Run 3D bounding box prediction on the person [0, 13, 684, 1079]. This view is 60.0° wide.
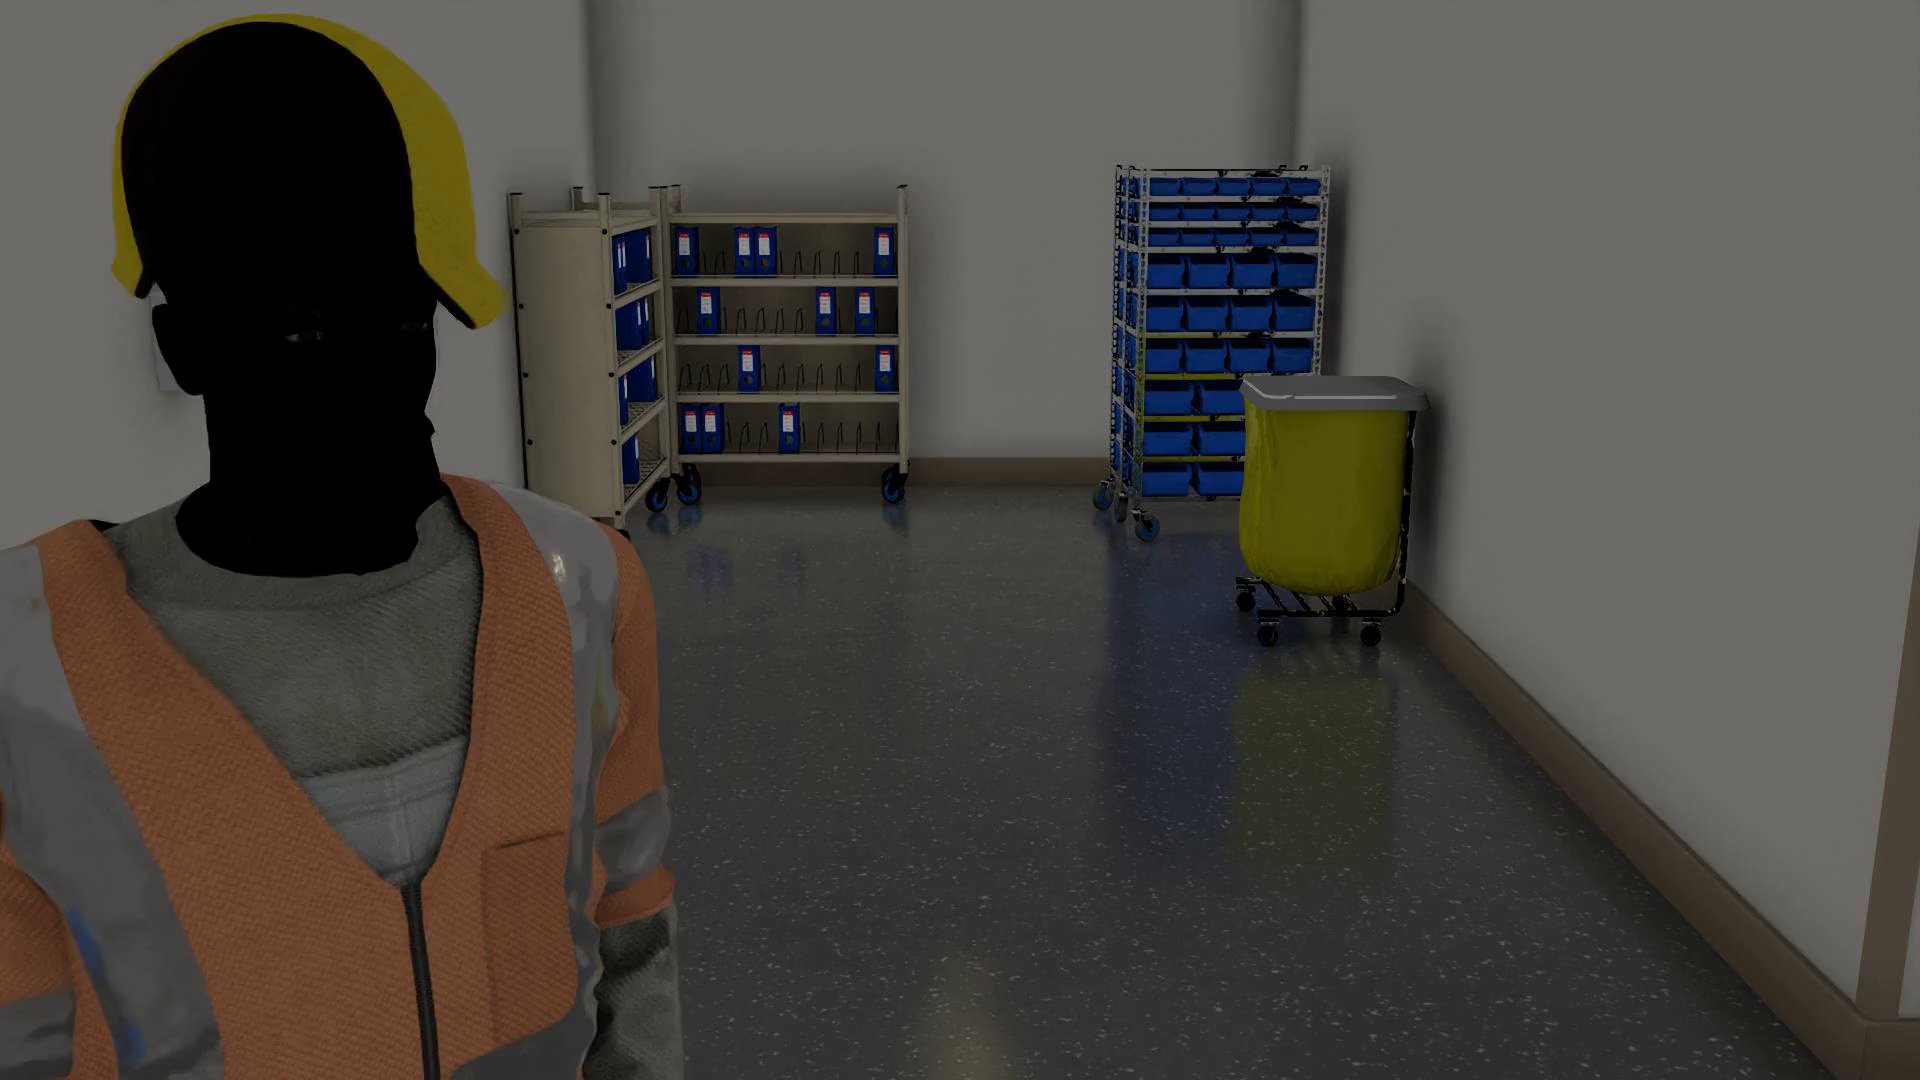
[{"bbox_3d":[-0.442,0.599,1.284,0.584,1.919,0.390,-12,18,-43],"label":"person"}]
